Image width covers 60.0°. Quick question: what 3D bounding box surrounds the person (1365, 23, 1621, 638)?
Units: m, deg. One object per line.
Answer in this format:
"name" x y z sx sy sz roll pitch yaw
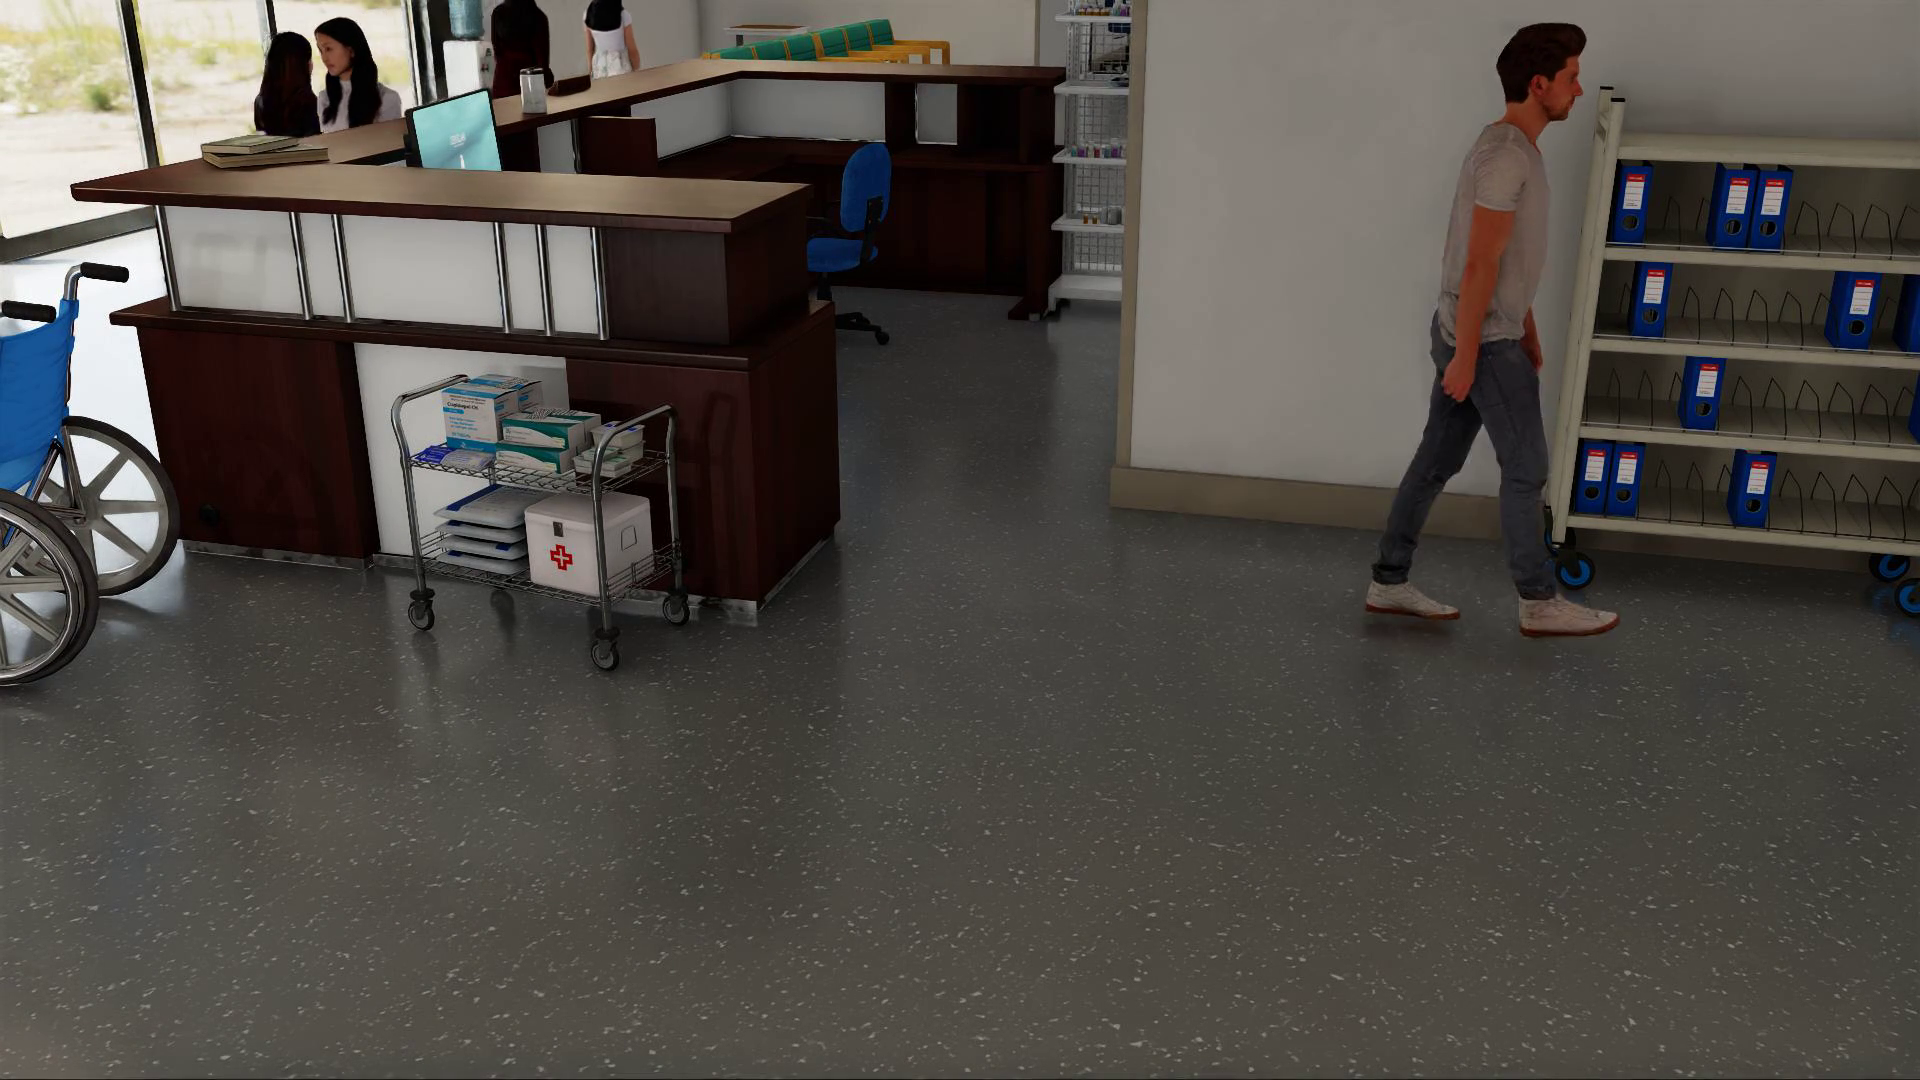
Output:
"person" 1.514 -0.609 5.141 0.969 1.858 0.670 6 22 15

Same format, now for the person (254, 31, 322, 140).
"person" -3.347 -1.654 8.286 1.071 1.585 0.726 7 22 18

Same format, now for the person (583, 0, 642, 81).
"person" -2.688 -3.454 12.817 0.909 1.742 0.704 5 21 13

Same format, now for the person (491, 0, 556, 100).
"person" -3.518 -3.603 13.243 1.085 1.719 0.859 1 21 4

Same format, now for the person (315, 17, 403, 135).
"person" -2.654 -1.494 7.648 0.544 1.737 0.667 6 21 14
